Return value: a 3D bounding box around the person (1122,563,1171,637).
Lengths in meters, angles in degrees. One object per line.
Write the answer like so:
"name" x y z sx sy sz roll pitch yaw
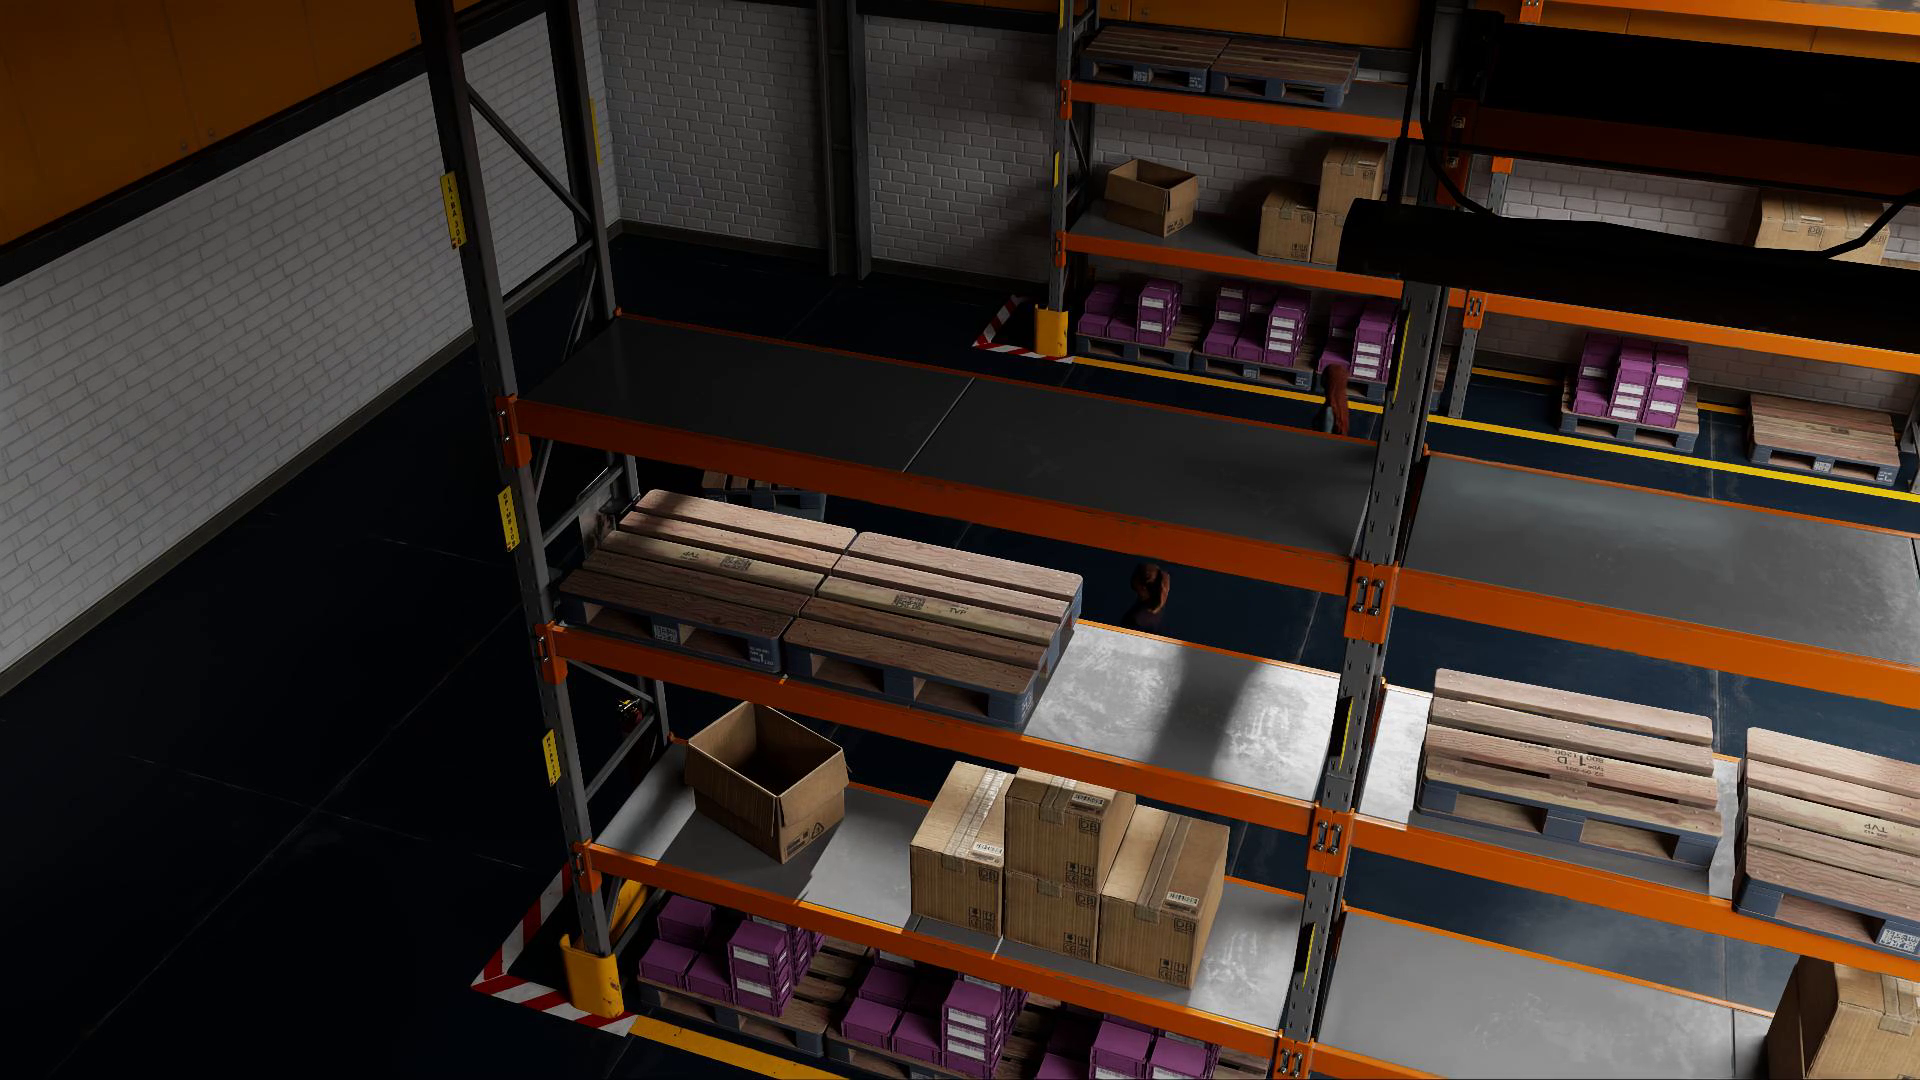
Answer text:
"person" 1.284 0.932 11.169 1.173 1.668 0.643 14 36 20

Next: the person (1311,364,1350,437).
"person" 2.953 -0.634 13.457 0.581 1.743 0.626 18 37 24
